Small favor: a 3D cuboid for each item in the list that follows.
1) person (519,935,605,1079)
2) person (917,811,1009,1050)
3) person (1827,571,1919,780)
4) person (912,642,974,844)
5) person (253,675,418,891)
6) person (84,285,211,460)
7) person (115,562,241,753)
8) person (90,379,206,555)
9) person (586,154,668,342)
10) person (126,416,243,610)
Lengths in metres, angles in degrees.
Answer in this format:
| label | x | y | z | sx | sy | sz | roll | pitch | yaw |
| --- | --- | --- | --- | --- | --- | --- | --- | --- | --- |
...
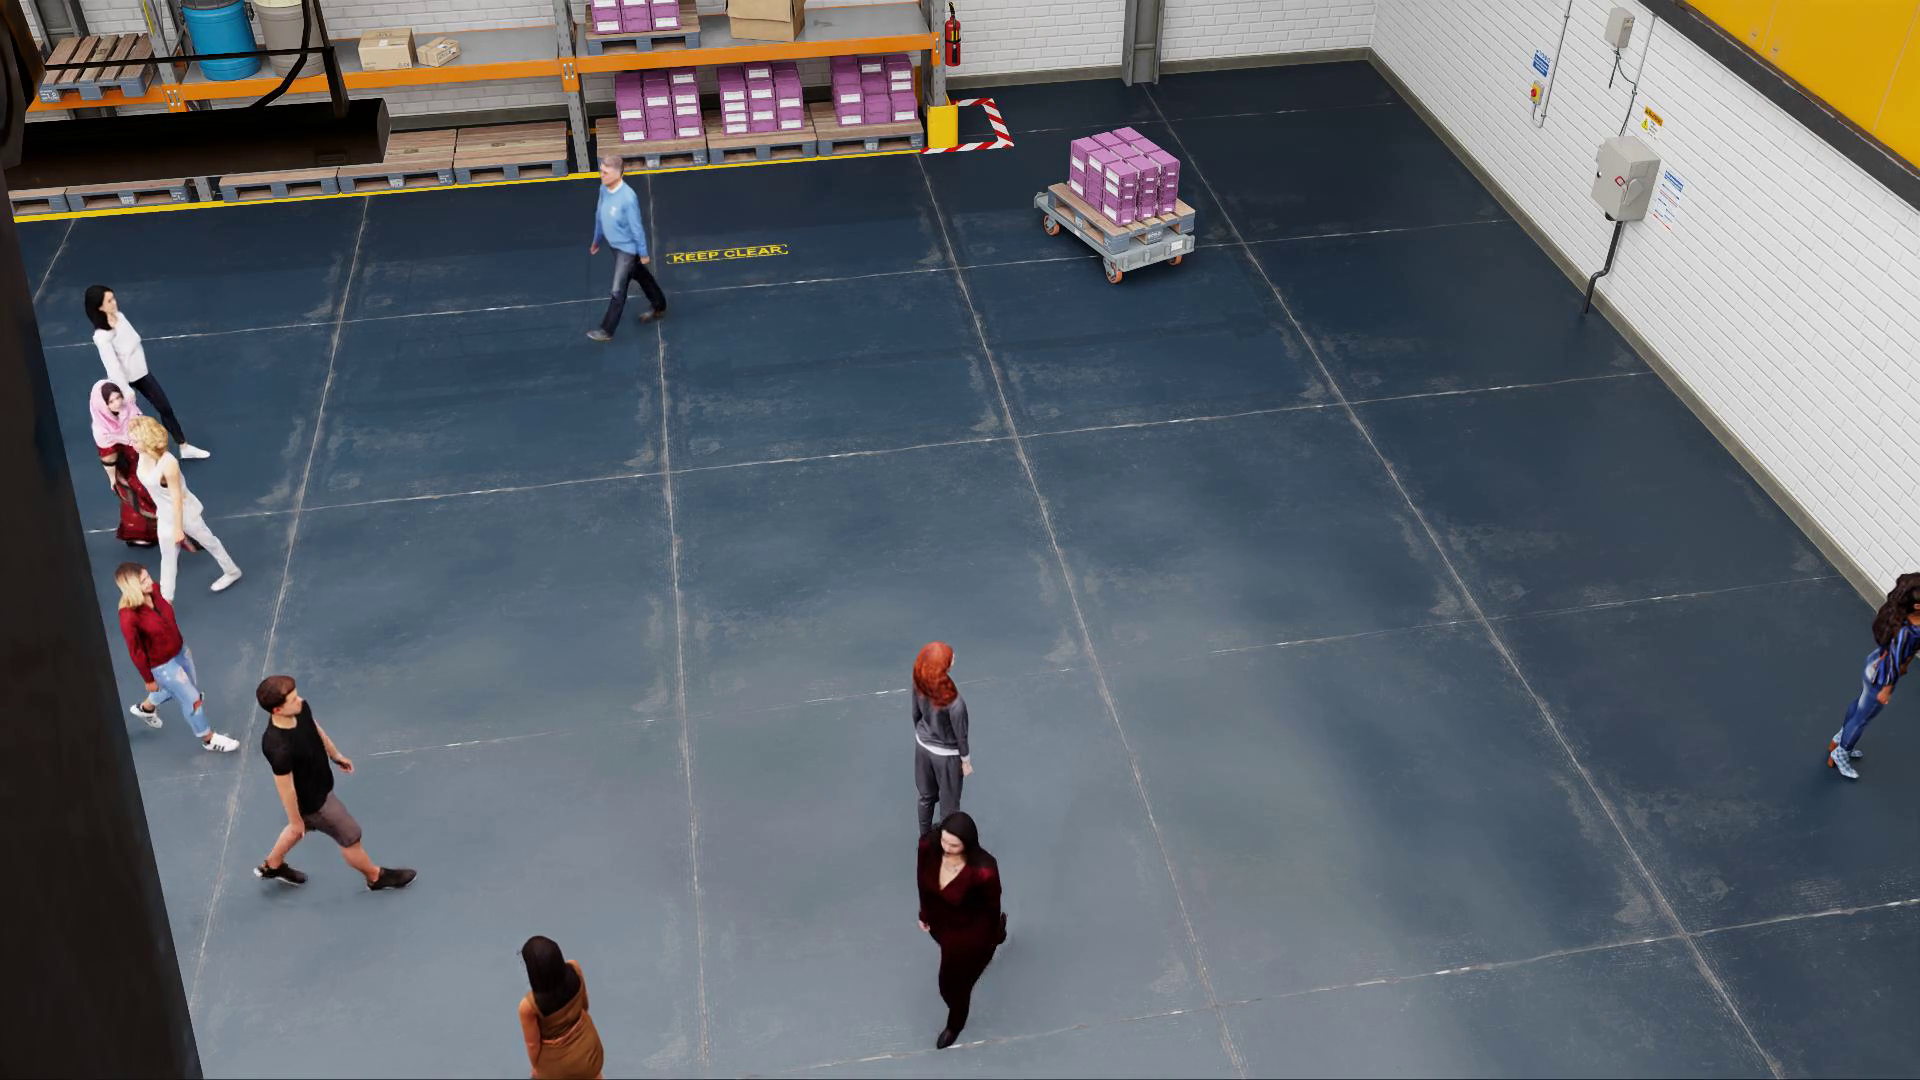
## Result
| label | x | y | z | sx | sy | sz | roll | pitch | yaw |
| --- | --- | --- | --- | --- | --- | --- | --- | --- | --- |
| person | -2.052 | 2.642 | 8.651 | 0.690 | 1.687 | 0.631 | 24 | 44 | 27 |
| person | 0.047 | 2.058 | 9.363 | 1.062 | 1.713 | 1.171 | 27 | 46 | 30 |
| person | 6.060 | 0.881 | 10.913 | 0.741 | 1.616 | 0.692 | 21 | 43 | 24 |
| person | -0.121 | 1.305 | 10.253 | 0.657 | 1.779 | 0.680 | 32 | 48 | 33 |
| person | -3.989 | 1.495 | 9.971 | 1.182 | 1.834 | 0.671 | -7 | 39 | -8 |
| person | -6.892 | -1.308 | 13.617 | 1.176 | 1.663 | 0.778 | 1 | 39 | 1 |
| person | -5.339 | 0.786 | 11.036 | 1.007 | 1.612 | 0.724 | 2 | 39 | 2 |
| person | -6.393 | -0.560 | 12.716 | 1.134 | 1.618 | 0.835 | 5 | 39 | 6 |
| person | -3.019 | -2.741 | 15.331 | 1.240 | 1.764 | 1.009 | -26 | 45 | -29 |
| person | -5.701 | -0.247 | 12.314 | 1.017 | 1.632 | 1.102 | 26 | 46 | 29 |
